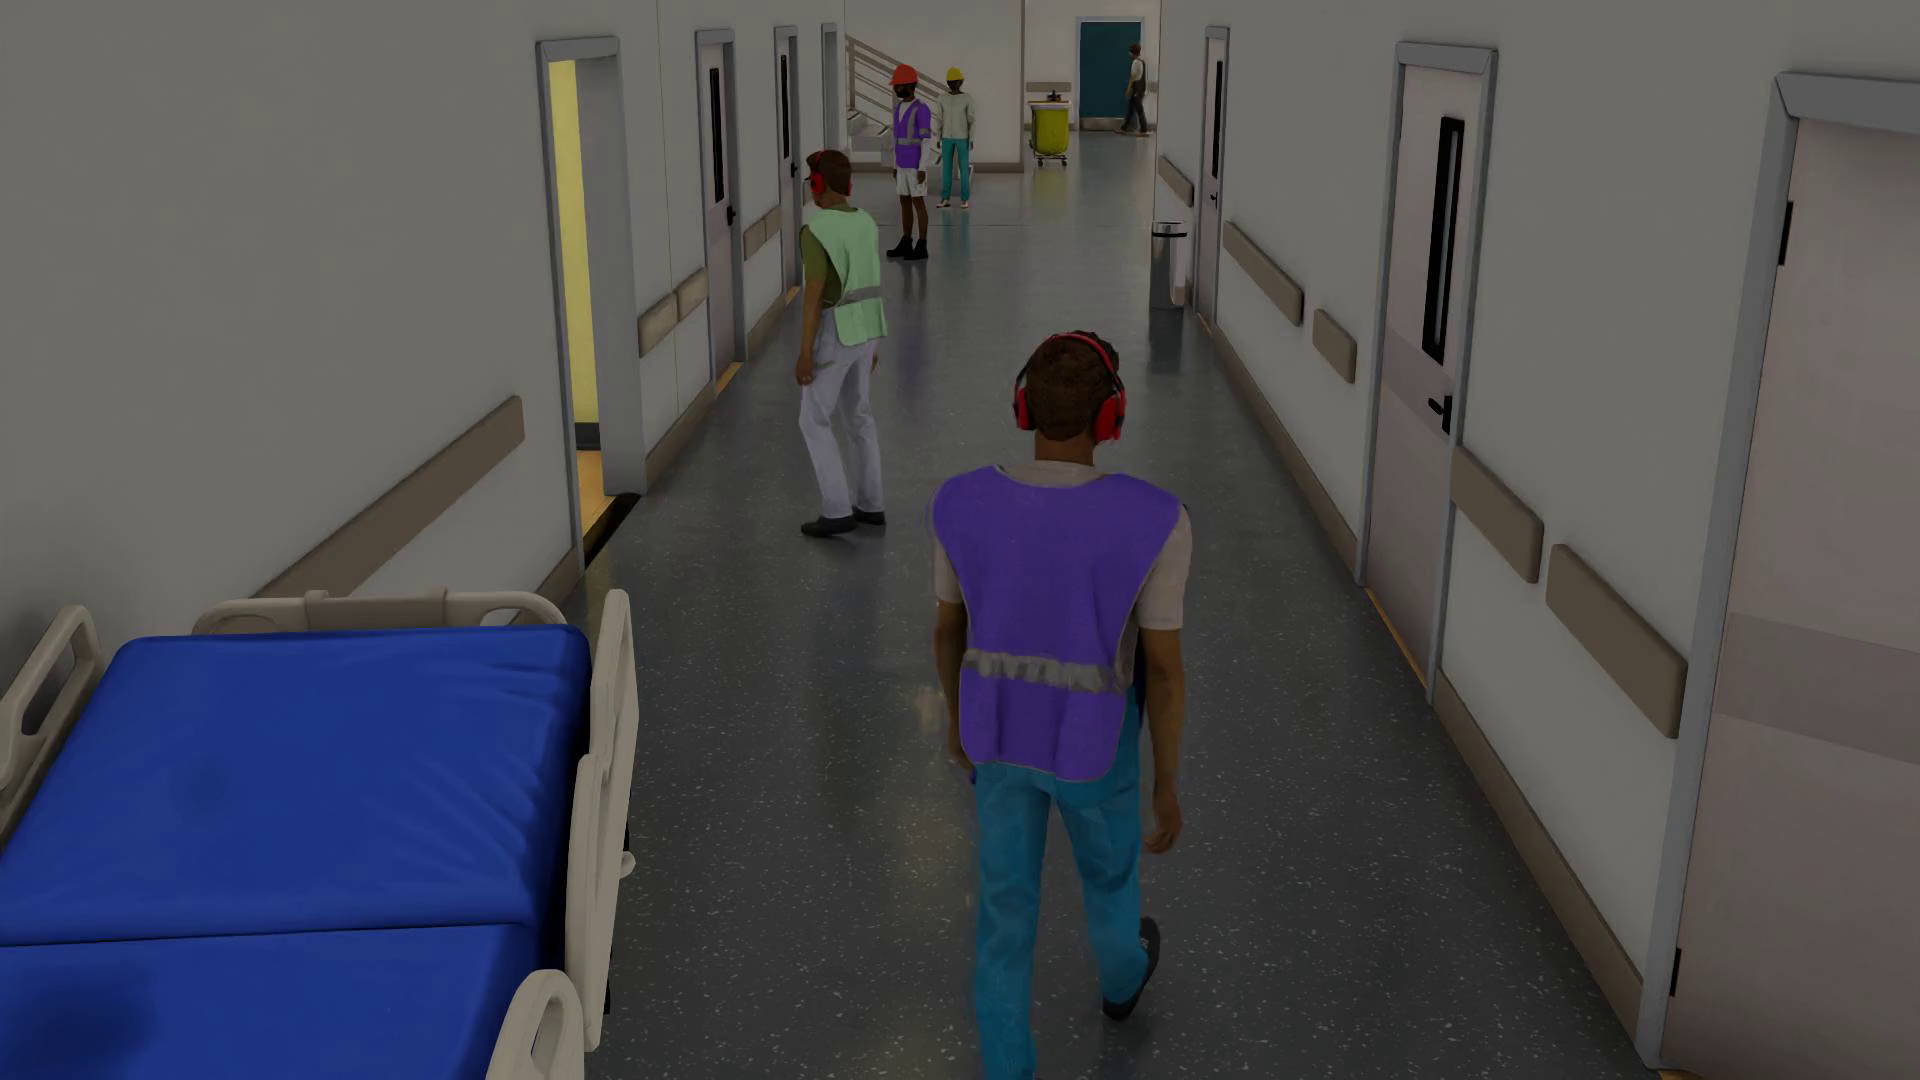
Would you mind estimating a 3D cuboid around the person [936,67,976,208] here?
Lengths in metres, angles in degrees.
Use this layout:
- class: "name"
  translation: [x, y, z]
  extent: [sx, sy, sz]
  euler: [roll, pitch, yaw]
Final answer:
- class: "person"
  translation: [-0.060, -5.143, 21.304]
  extent: [0.527, 1.768, 0.331]
  euler: [6, 19, 19]

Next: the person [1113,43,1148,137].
- class: "person"
  translation: [3.435, -9.041, 33.464]
  extent: [0.872, 1.811, 0.526]
  euler: [7, 19, 20]

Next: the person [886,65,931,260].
- class: "person"
  translation: [-0.520, -3.818, 16.865]
  extent: [0.376, 1.934, 0.547]
  euler: [-13, 22, -35]

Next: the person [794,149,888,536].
- class: "person"
  translation: [-0.561, -0.935, 7.987]
  extent: [0.421, 1.824, 0.592]
  euler: [10, 20, 28]

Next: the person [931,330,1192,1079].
- class: "person"
  translation: [0.243, 0.418, 3.760]
  extent: [0.598, 1.799, 0.925]
  euler: [6, 19, 18]
